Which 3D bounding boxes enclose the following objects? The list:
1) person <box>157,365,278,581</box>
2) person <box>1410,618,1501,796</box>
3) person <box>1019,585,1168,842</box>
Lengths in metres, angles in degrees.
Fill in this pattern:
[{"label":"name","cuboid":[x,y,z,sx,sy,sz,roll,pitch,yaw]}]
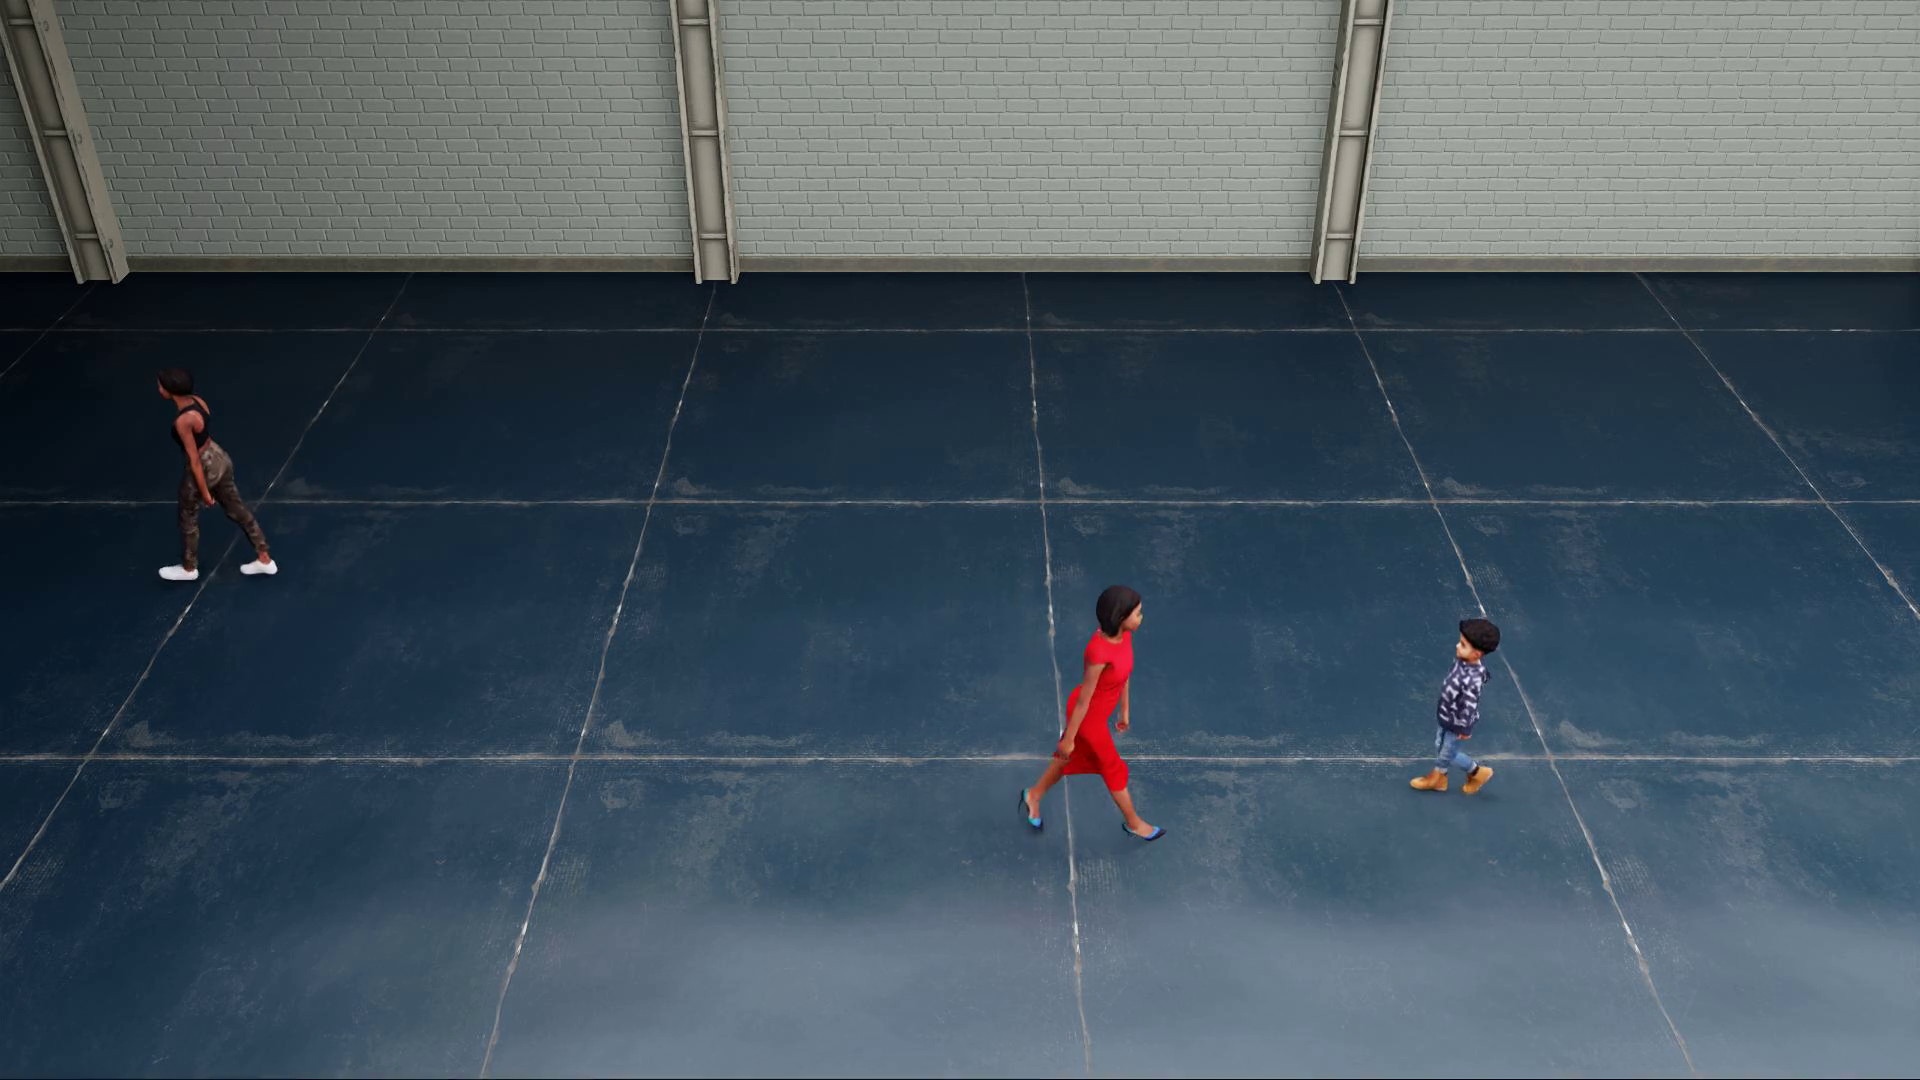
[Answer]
[{"label":"person","cuboid":[-5.075,-0.434,11.428,0.987,1.666,0.591,0,33,0]},{"label":"person","cuboid":[2.929,0.986,9.633,0.663,1.242,0.504,1,33,2]},{"label":"person","cuboid":[0.655,1.009,9.196,1.187,1.680,0.895,15,36,22]}]
